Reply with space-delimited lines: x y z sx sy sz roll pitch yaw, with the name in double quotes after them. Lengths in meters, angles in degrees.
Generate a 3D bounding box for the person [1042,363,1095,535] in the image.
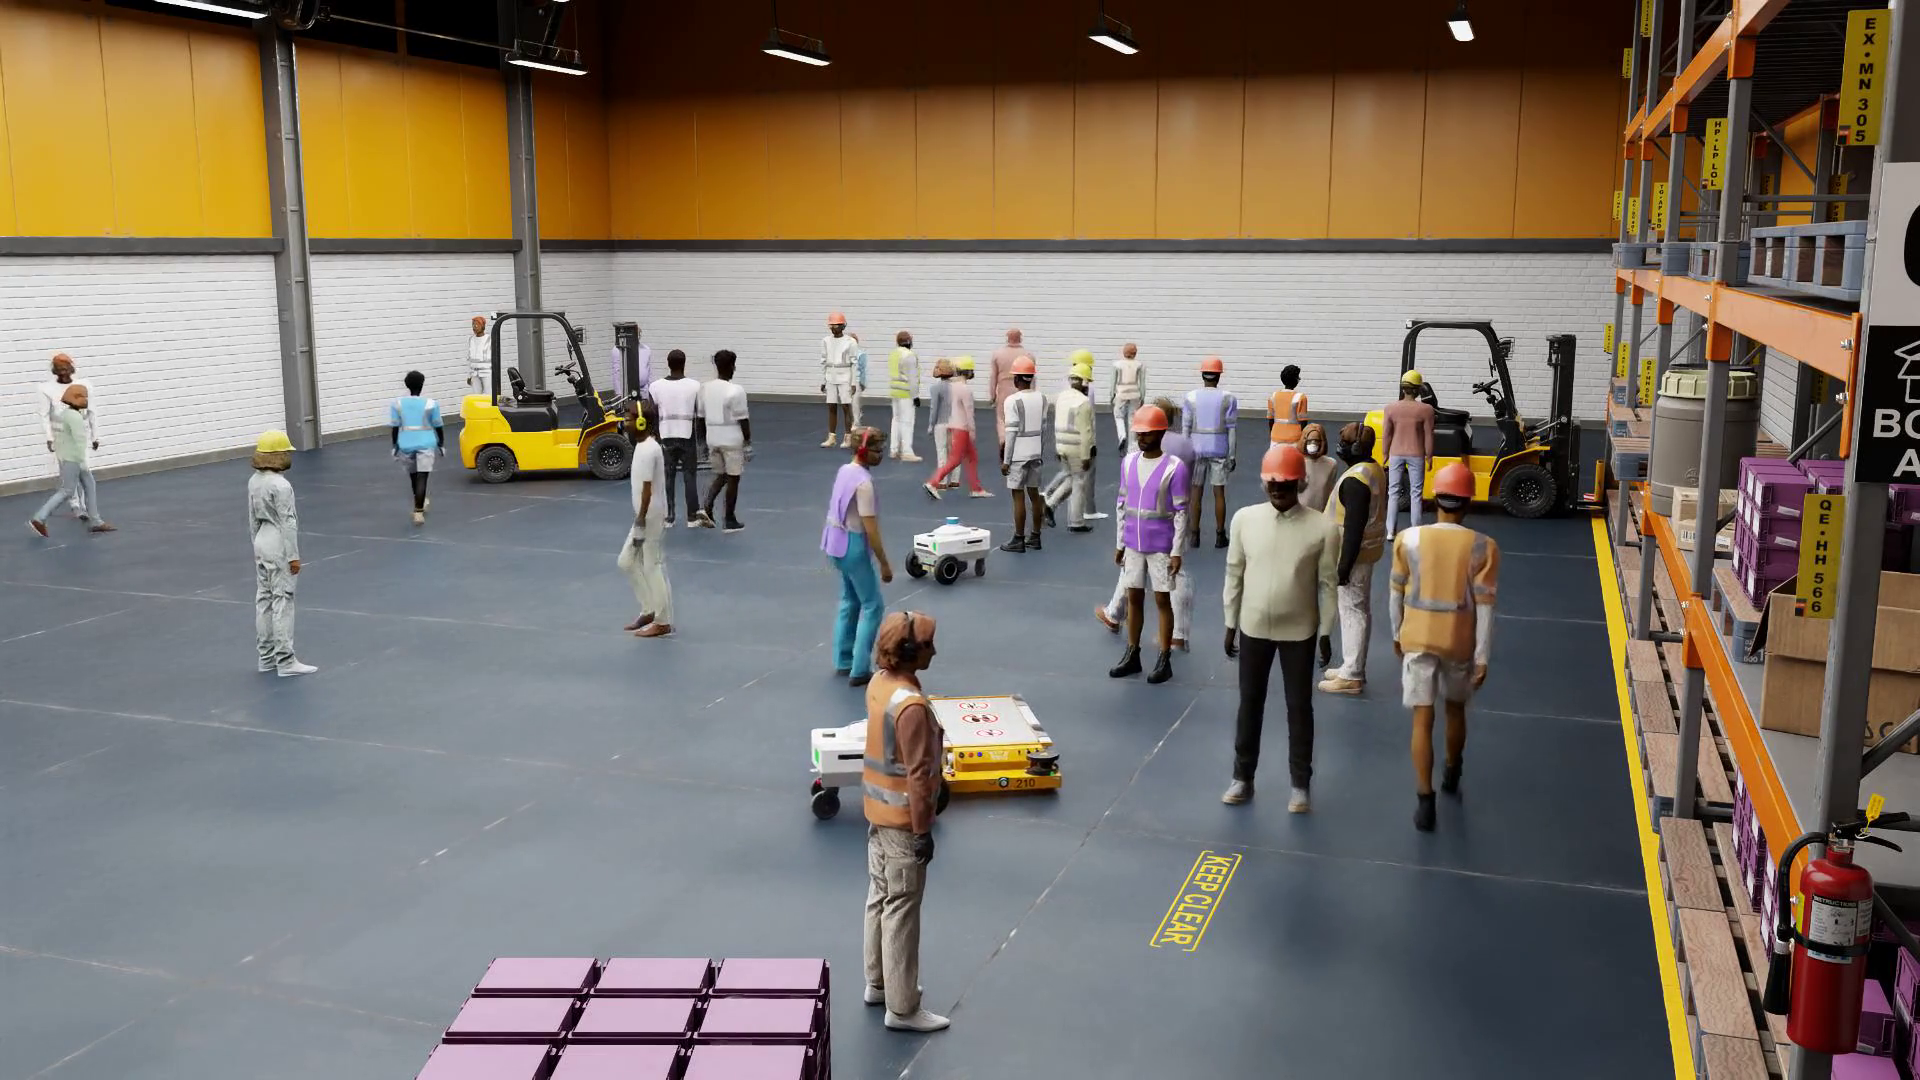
1.165 -0.941 17.383 0.551 1.804 0.625 -5 11 -27 "person"

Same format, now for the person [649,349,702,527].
-3.026 -1.084 17.868 0.591 1.919 0.392 1 10 3 "person"

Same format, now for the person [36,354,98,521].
-9.782 -1.117 18.277 0.567 1.835 0.959 -5 11 -26 "person"

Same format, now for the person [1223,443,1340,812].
1.703 0.467 8.925 0.615 1.992 0.395 4 11 21 "person"

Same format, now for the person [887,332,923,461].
-0.783 -2.021 23.492 0.433 1.823 0.684 -7 12 -33 "person"

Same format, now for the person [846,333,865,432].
-1.717 -2.587 27.169 0.538 1.615 0.505 7 12 35 "person"

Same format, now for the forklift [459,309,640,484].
-5.354 -1.902 21.697 2.313 2.155 1.214 -2 10 -13 "forklift"

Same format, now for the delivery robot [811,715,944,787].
-0.447 1.139 8.927 0.707 0.478 0.477 -1 10 -6 "delivery robot"

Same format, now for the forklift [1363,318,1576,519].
5.787 -1.437 19.079 2.313 2.155 1.214 3 11 19 "forklift"

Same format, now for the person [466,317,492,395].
-7.697 -2.649 26.780 0.586 1.882 0.343 4 11 23 "person"

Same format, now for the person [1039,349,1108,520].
1.261 -1.143 18.231 0.780 1.905 0.600 -6 12 -29 "person"

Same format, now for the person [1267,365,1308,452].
3.684 -1.112 18.664 0.319 1.693 0.532 -10 14 -43 "person"

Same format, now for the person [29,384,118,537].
-9.320 -0.829 17.349 0.777 1.600 0.540 -6 12 -31 "person"

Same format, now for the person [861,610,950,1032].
-0.224 1.081 6.470 0.310 1.636 0.523 -4 11 -20 "person"

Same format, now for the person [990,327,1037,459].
0.748 -2.056 23.445 0.667 1.888 0.752 1 10 3 "person"

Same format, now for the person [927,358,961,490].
-0.189 -1.429 20.614 0.497 1.634 0.278 -9 13 -41 "person"

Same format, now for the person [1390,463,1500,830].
2.576 0.525 8.911 0.550 1.883 0.986 3 10 16 "person"

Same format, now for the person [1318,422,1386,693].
2.660 0.117 11.316 0.429 1.847 0.626 4 11 21 "person"

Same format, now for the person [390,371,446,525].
-5.927 -1.025 18.258 0.549 1.646 0.883 0 10 -2 "person"

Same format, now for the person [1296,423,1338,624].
2.777 -0.122 13.257 0.501 1.631 0.285 -3 11 -18 "person"

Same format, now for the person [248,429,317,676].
-4.818 0.086 11.771 0.493 1.742 0.322 8 13 39 "person"

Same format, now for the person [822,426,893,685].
-0.715 0.123 11.443 0.451 1.815 0.570 -3 11 -17 "person"

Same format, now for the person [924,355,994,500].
-0.019 -1.331 19.791 0.850 1.733 0.534 -3 10 -15 "person"

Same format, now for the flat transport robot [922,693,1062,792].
0.141 1.168 9.825 0.652 0.197 1.431 -1 10 -8 "flat transport robot"

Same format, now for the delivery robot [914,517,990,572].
-0.064 0.036 15.137 0.707 0.478 0.477 -8 13 -39 "delivery robot"

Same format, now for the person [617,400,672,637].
-2.471 -0.152 12.815 0.493 1.854 0.535 -3 11 -17 "person"

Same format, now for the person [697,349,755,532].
-2.468 -1.034 17.516 0.607 1.951 0.447 7 12 35 "person"

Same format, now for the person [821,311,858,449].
-1.815 -2.378 24.801 0.605 2.045 0.387 5 11 26 "person"

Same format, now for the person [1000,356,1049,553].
0.619 -0.843 16.456 0.545 1.938 0.357 -9 14 -43 "person"

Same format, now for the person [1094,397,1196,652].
1.433 -0.145 12.672 0.635 1.884 1.003 -6 12 -30 "person"

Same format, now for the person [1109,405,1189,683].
1.311 0.025 11.563 0.542 1.939 0.361 7 13 36 "person"

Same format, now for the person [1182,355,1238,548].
2.502 -0.884 16.696 0.552 1.932 0.377 2 10 13 "person"

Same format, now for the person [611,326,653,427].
-4.681 -2.149 23.923 0.639 1.902 0.407 -9 13 -40 "person"

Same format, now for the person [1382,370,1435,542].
4.571 -0.849 16.982 0.528 1.765 0.328 5 11 27 "person"

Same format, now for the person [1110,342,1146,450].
2.456 -2.075 24.274 0.531 1.623 0.401 0 10 1 "person"

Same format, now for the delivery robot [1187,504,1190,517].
2.237 -0.422 17.716 0.477 0.478 0.707 0 10 -1 "delivery robot"
